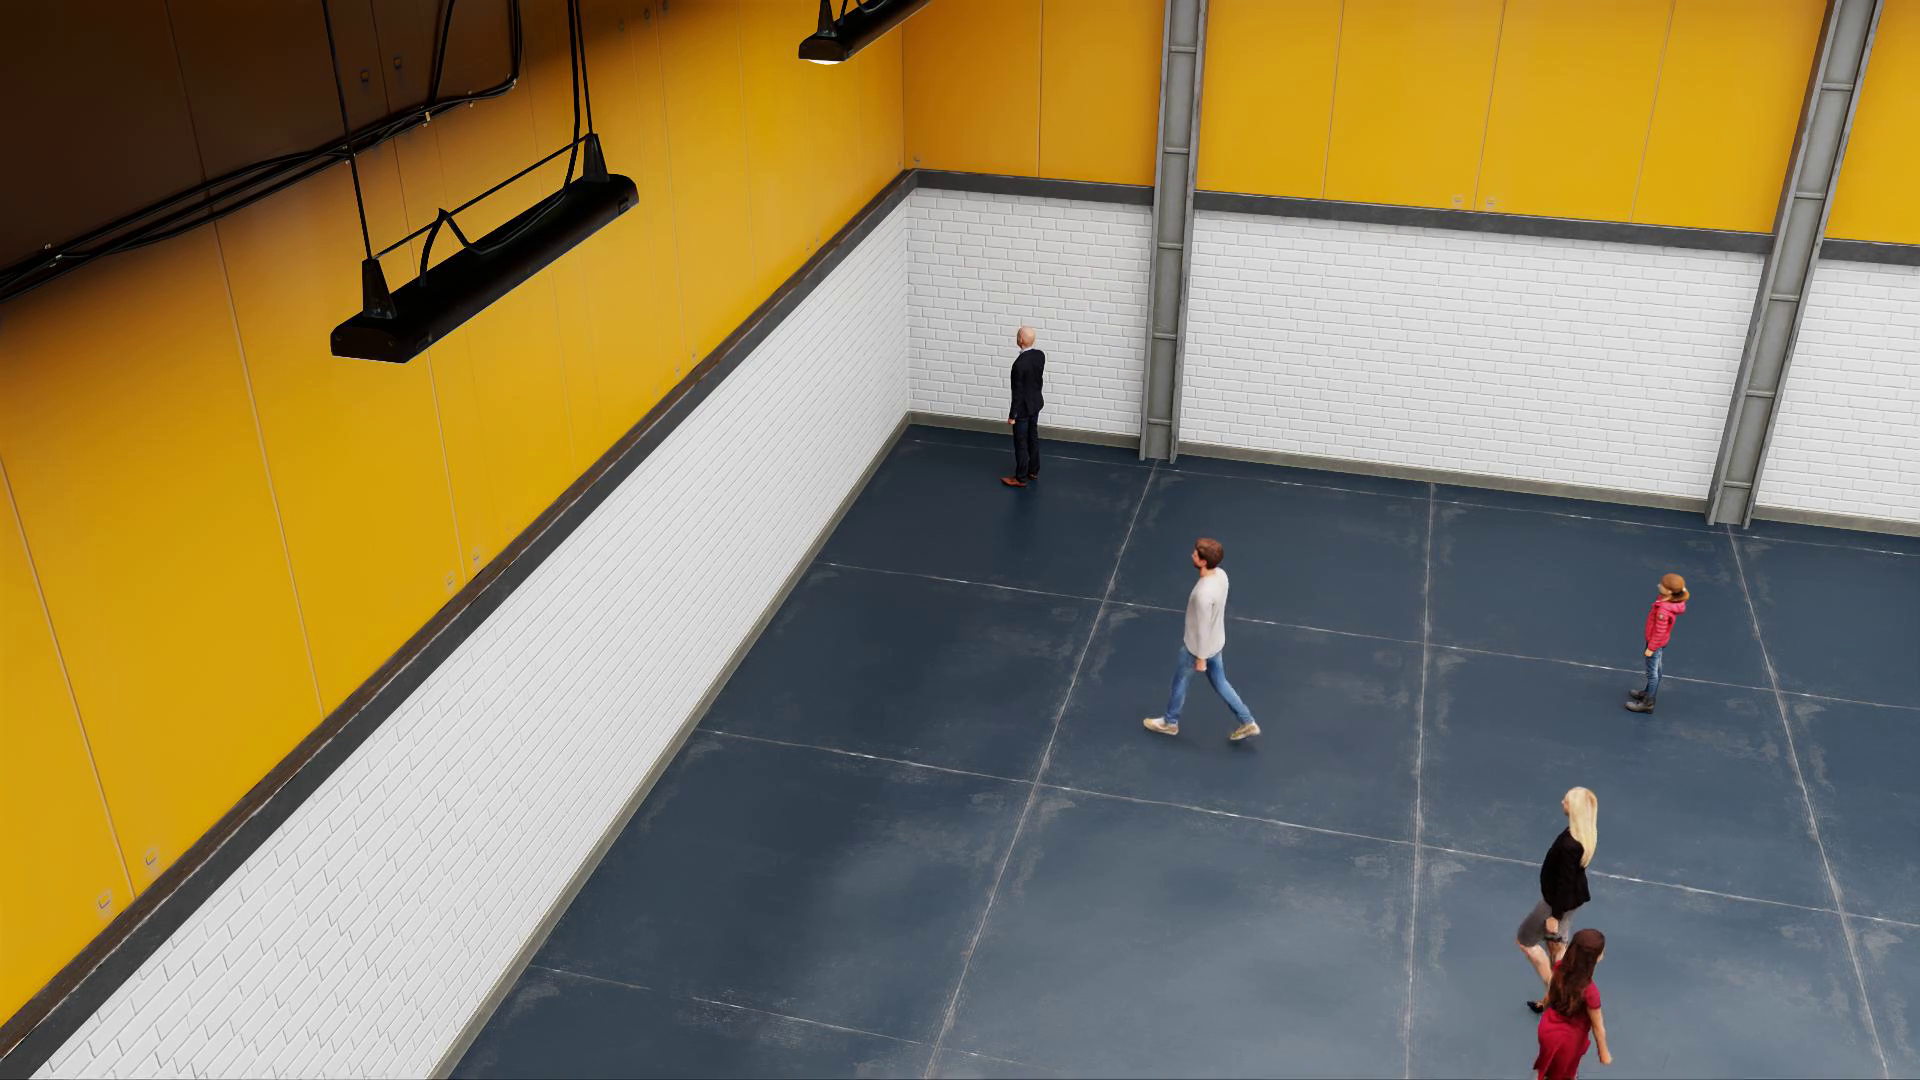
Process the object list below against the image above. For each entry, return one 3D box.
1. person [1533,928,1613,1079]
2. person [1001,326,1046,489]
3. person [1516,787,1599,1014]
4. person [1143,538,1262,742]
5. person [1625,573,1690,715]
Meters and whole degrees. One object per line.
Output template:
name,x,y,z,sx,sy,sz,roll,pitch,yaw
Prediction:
person,3.554,2.997,9.980,0.982,1.522,0.809,-6,29,-10
person,0.702,-1.436,17.817,0.726,1.800,0.769,20,34,32
person,3.973,2.404,10.746,0.761,1.829,0.735,17,33,28
person,2.075,0.870,13.519,1.262,1.868,0.835,13,31,23
person,5.929,0.859,14.113,0.576,1.317,0.562,16,32,27
